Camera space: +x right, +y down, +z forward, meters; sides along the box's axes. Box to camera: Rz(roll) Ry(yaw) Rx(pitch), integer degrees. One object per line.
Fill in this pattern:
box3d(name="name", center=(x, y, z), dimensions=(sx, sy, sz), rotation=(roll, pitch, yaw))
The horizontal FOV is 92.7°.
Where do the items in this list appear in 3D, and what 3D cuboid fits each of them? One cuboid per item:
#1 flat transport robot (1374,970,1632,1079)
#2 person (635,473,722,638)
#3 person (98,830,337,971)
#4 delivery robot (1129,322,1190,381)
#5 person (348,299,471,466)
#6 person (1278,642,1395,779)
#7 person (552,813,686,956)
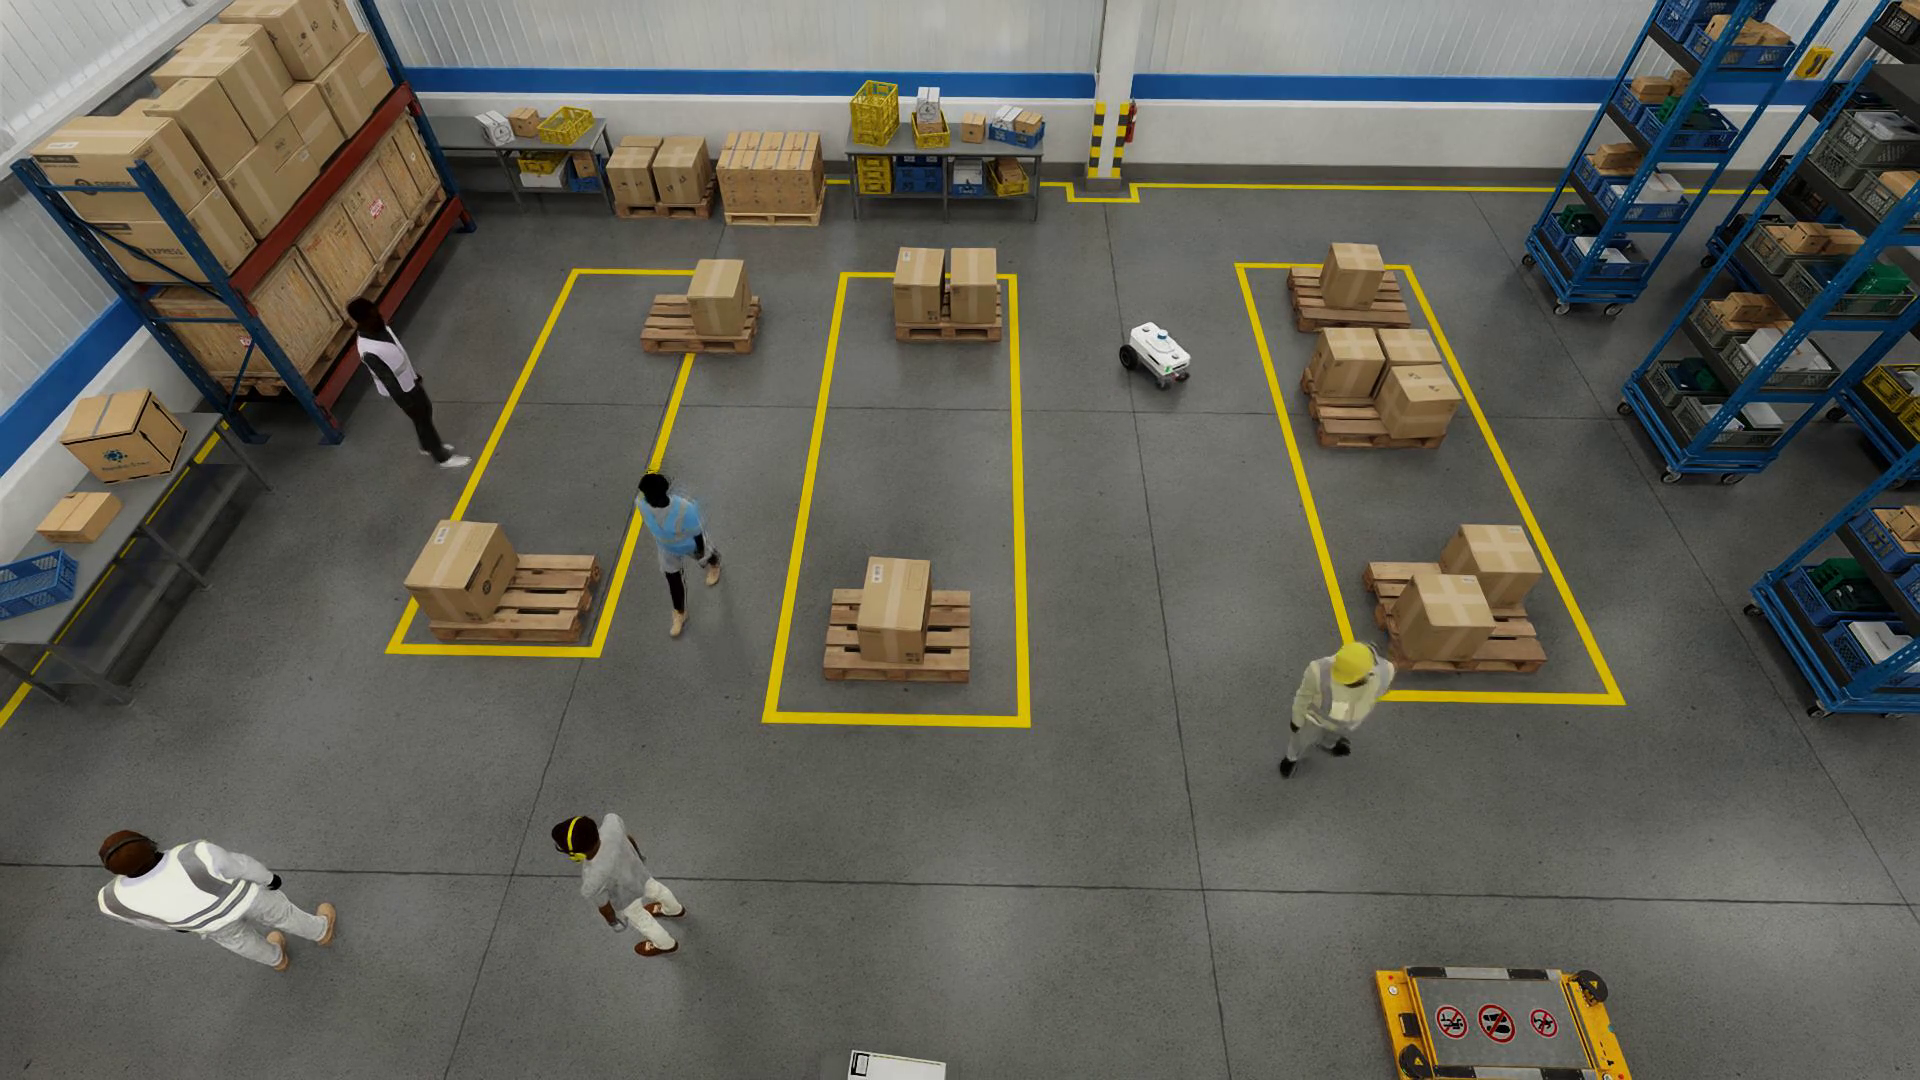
box3d(name="flat transport robot", center=(3.501, 3.133, 5.914), dimensions=(1.431, 0.197, 0.652), rotation=(1, 51, 1))
box3d(name="person", center=(-2.317, 0.018, 7.567), dimensions=(0.544, 1.650, 0.873), rotation=(8, 51, 6))
box3d(name="person", center=(-4.567, 2.212, 5.657), dimensions=(0.627, 1.847, 0.429), rotation=(-27, 56, -20))
box3d(name="delivery robot", center=(2.151, -2.044, 9.894), dimensions=(0.477, 0.478, 0.707), rotation=(-24, 55, -18))
box3d(name="person", center=(-5.228, -1.447, 8.608), dimensions=(0.510, 1.914, 0.629), rotation=(-14, 52, -11))
box3d(name="person", center=(2.706, 1.200, 6.523), dimensions=(0.743, 1.785, 0.442), rotation=(-3, 51, -2))
box3d(name="person", center=(-2.089, 2.150, 5.705), dimensions=(0.327, 1.857, 0.503), rotation=(5, 51, 4))
